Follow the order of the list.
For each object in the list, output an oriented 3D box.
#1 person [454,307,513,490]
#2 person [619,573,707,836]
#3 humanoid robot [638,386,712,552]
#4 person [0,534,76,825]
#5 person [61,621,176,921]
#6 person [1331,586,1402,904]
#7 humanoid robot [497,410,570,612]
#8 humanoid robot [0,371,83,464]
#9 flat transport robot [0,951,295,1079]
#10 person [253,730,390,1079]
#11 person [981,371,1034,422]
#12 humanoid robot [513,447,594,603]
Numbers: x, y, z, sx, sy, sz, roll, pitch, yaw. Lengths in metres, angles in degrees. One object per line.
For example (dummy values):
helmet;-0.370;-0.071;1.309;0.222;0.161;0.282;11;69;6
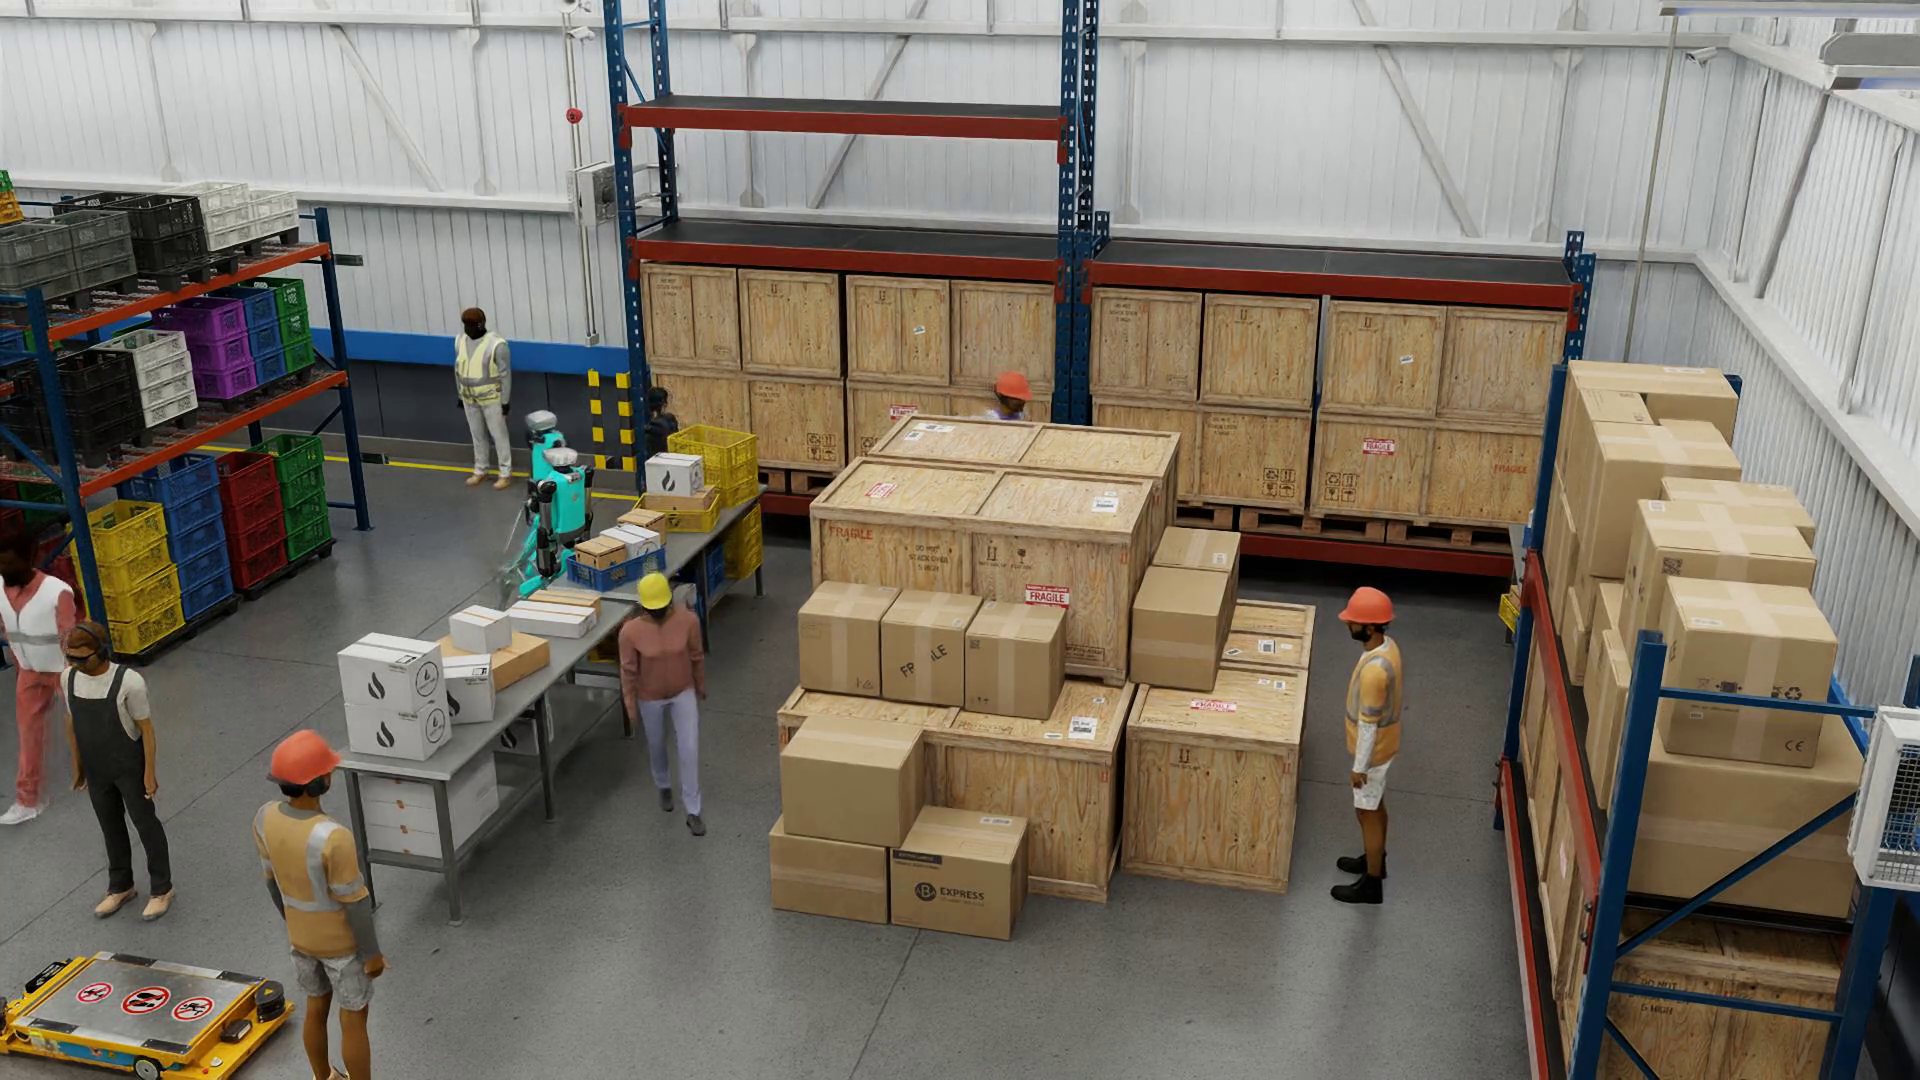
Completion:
person;-4.744;-1.409;16.532;0.633;1.839;0.429;8;22;21
person;-1.832;0.997;10.378;0.533;1.723;0.786;-6;22;-16
humanoid robot;-2.517;-0.526;14.492;0.694;1.632;0.612;7;22;18
person;-5.859;0.835;10.625;0.635;1.858;1.005;4;21;11
person;-4.795;1.303;9.436;0.503;1.839;0.345;3;21;8
person;2.345;1.176;9.658;0.400;1.927;0.554;7;22;17
humanoid robot;-3.508;-0.072;13.272;0.875;1.836;0.552;-19;28;-41
humanoid robot;-9.138;-1.342;16.568;0.556;1.754;1.051;19;28;40
flat transport robot;-4.270;2.464;8.601;1.431;0.231;0.659;5;22;13
person;-2.947;1.824;7.788;0.606;2.048;0.366;11;23;26
person;0.390;-0.447;13.838;1.070;1.971;0.617;16;26;35
humanoid robot;-3.134;0.068;12.624;0.735;1.677;0.533;12;24;29
